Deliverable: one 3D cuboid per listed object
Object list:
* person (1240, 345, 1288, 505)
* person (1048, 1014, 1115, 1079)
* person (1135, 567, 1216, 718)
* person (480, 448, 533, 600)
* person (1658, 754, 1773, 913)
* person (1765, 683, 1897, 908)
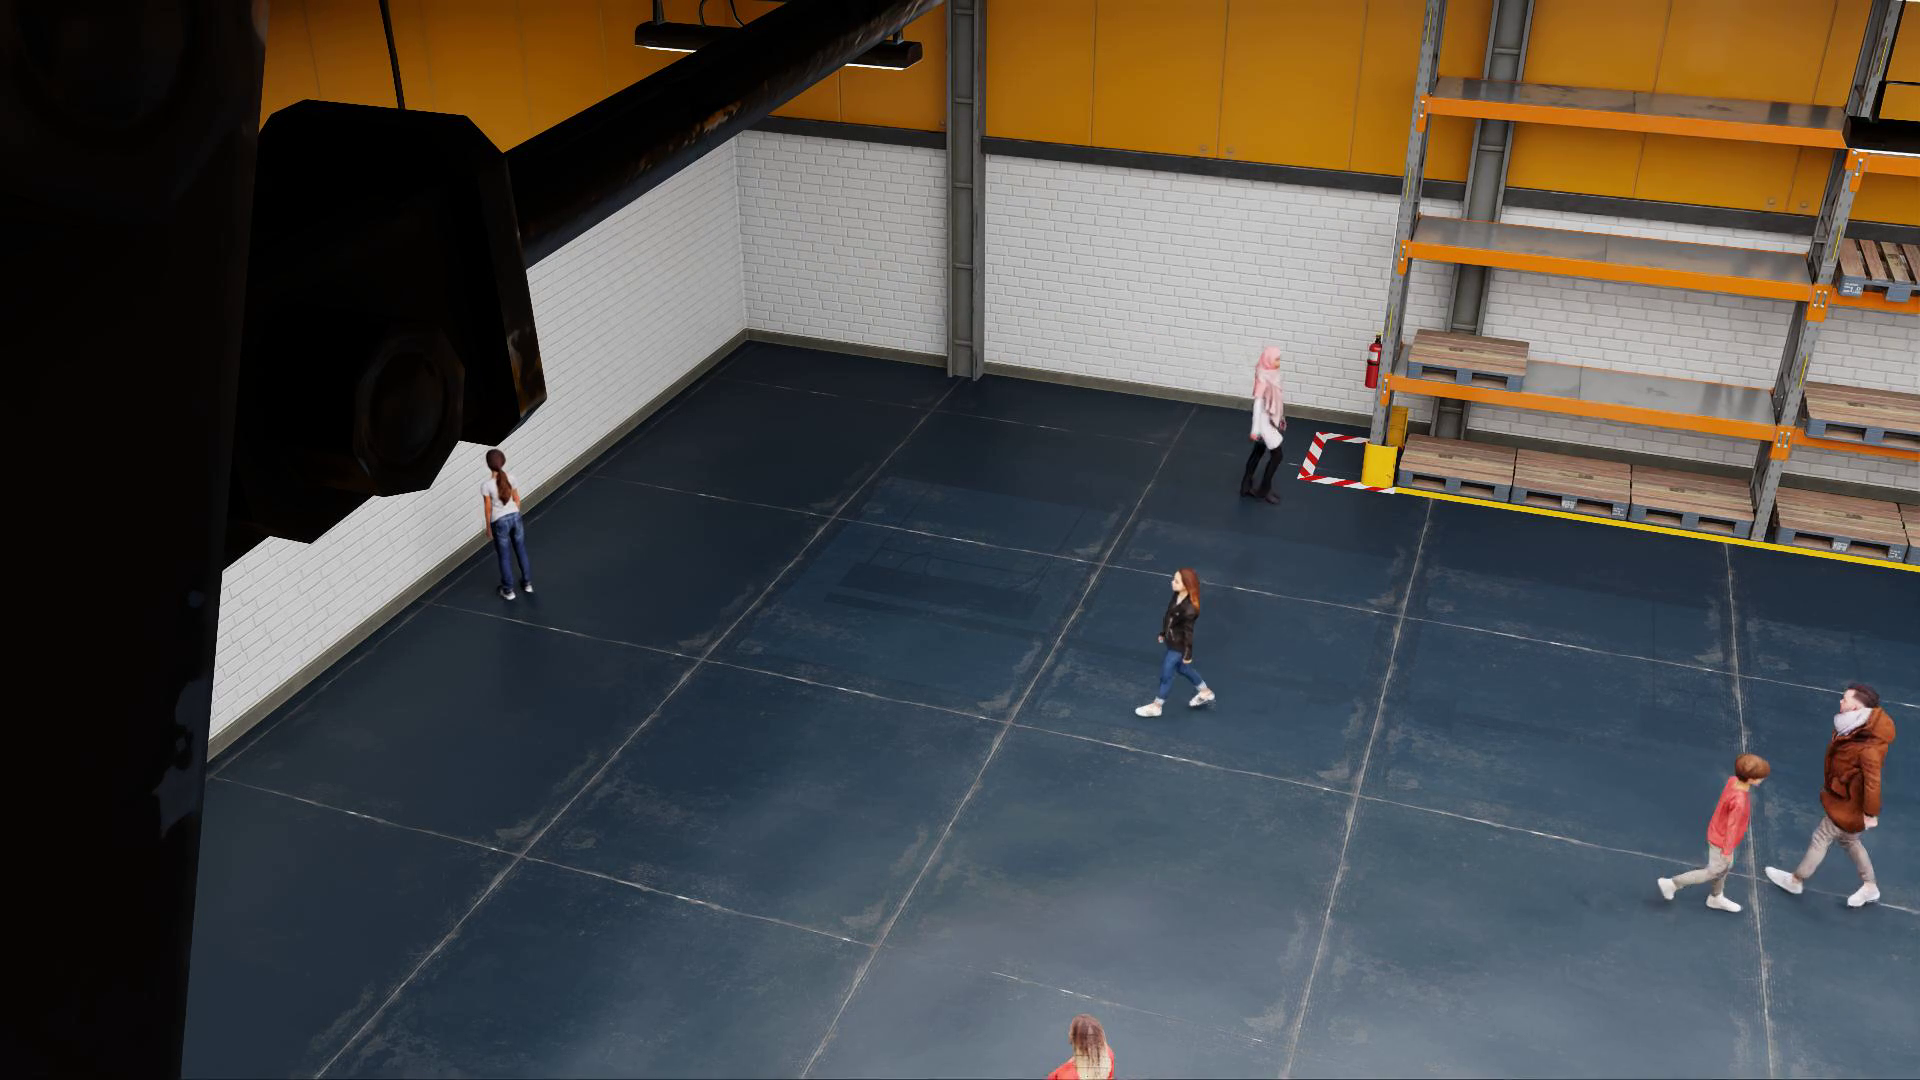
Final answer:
[{"bbox_3d":[3.184,-1.255,17.862,0.693,1.788,0.636,10,30,18],"label":"person"},{"bbox_3d":[0.733,3.429,9.414,1.209,1.655,0.893,24,37,36],"label":"person"},{"bbox_3d":[1.942,0.871,14.307,1.018,1.460,0.792,-2,29,-3],"label":"person"},{"bbox_3d":[-4.407,-0.182,16.130,0.624,1.563,0.657,-21,35,-33],"label":"person"},{"bbox_3d":[5.468,2.129,12.066,0.823,1.397,0.558,9,30,16],"label":"person"},{"bbox_3d":[6.545,1.919,12.045,1.040,1.786,0.785,9,30,16],"label":"person"}]
